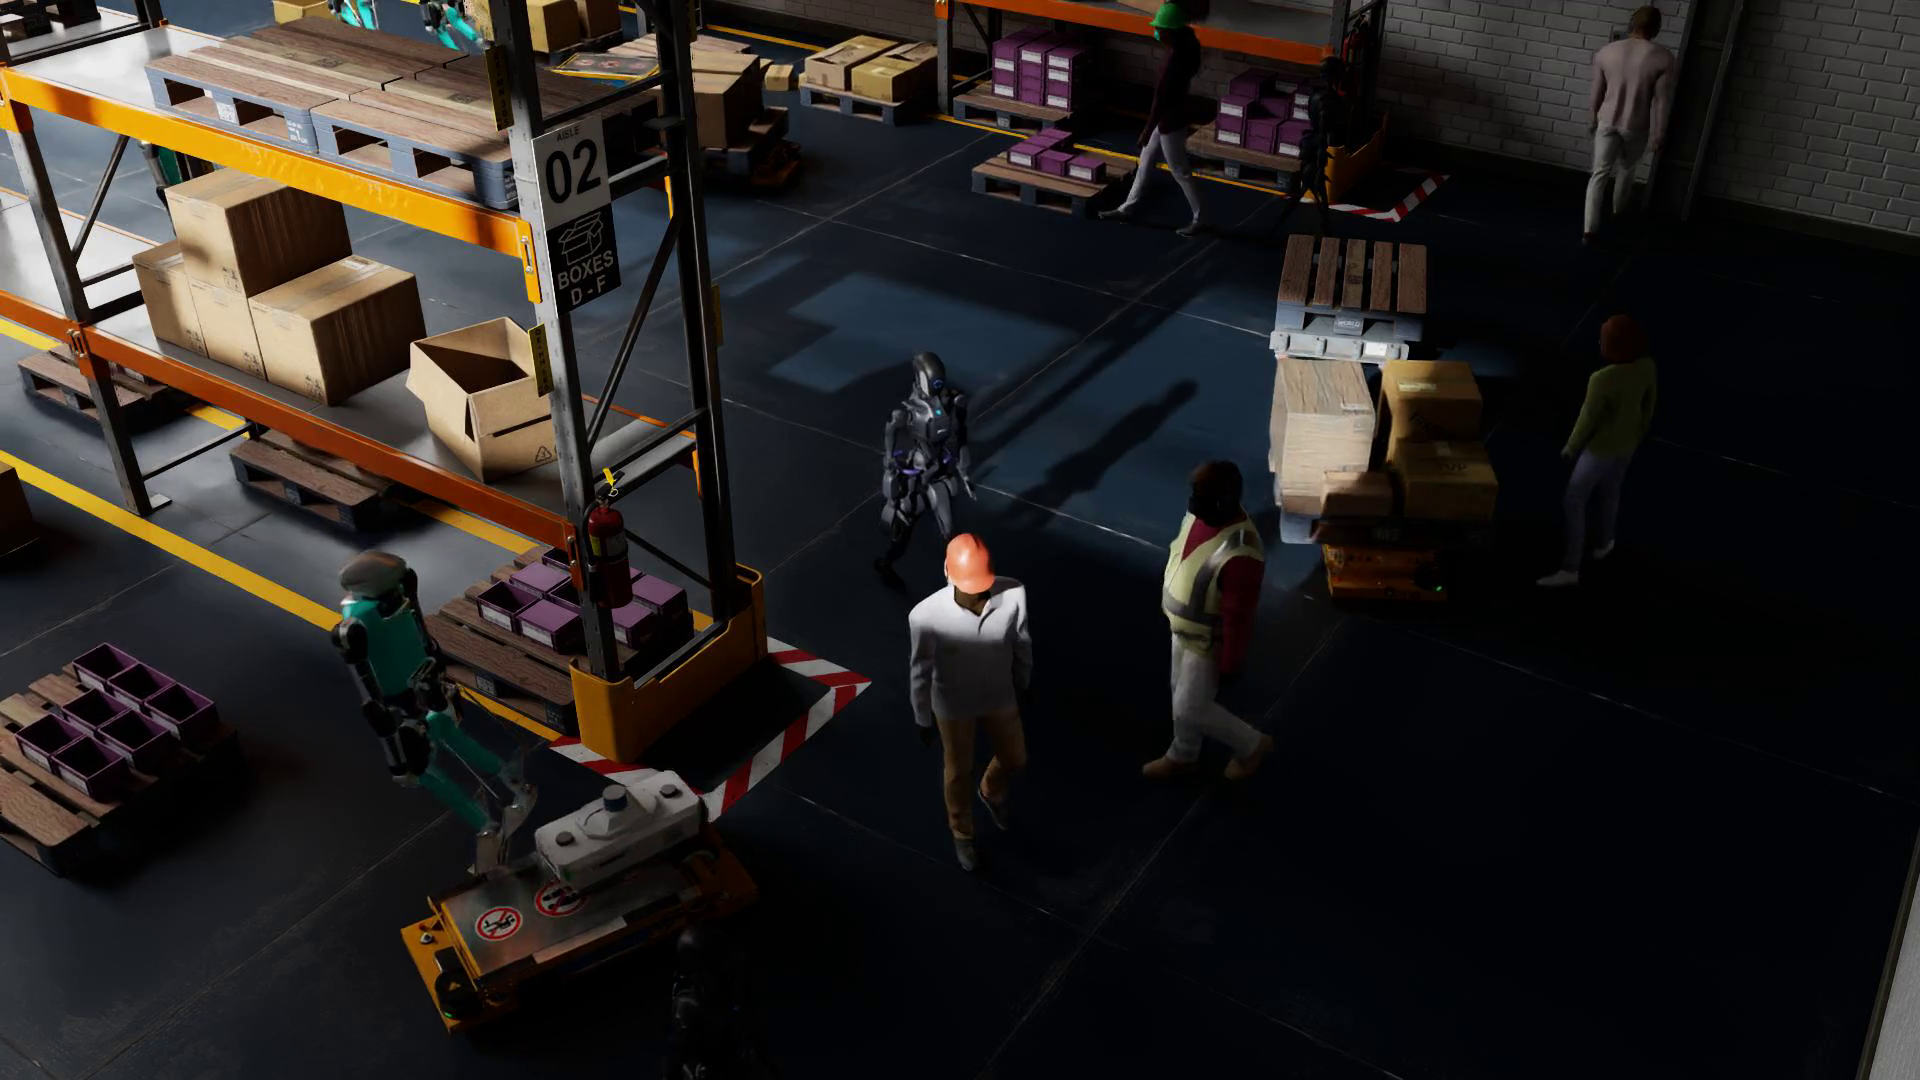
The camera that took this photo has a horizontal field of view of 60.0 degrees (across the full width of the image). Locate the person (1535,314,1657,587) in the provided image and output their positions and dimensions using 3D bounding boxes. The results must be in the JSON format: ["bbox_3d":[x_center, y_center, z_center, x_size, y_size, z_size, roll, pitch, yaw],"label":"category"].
[{"bbox_3d":[3.661,-0.533,9.461,0.774,1.611,0.321,-19,38,-27],"label":"person"}]

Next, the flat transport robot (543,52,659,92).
[{"bbox_3d":[-3.557,-4.846,17.322,1.431,0.231,0.659,6,34,9],"label":"flat transport robot"}]

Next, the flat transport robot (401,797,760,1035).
[{"bbox_3d":[-1.678,1.626,7.374,1.431,0.231,0.659,-20,38,-27],"label":"flat transport robot"}]

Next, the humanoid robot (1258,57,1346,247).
[{"bbox_3d":[2.873,-3.078,13.362,0.812,1.630,0.601,5,33,8],"label":"humanoid robot"}]

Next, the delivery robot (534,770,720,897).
[{"bbox_3d":[-1.503,1.359,7.540,0.790,0.613,0.499,-23,39,-31],"label":"delivery robot"}]

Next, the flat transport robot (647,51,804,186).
[{"bbox_3d":[-2.209,-3.491,15.238,1.431,0.231,0.659,7,34,10],"label":"flat transport robot"}]

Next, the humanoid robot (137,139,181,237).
[{"bbox_3d":[-5.387,-2.284,12.126,0.730,1.878,0.539,6,33,8],"label":"humanoid robot"}]

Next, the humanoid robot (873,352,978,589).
[{"bbox_3d":[-0.214,-0.337,9.145,0.616,1.630,0.746,-22,39,-30],"label":"humanoid robot"}]

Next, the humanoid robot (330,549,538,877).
[{"bbox_3d":[-2.175,0.870,7.222,0.776,1.803,0.531,7,34,10],"label":"humanoid robot"}]

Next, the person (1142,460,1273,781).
[{"bbox_3d":[1.193,0.420,7.807,0.510,1.826,0.632,-6,33,-9],"label":"person"}]

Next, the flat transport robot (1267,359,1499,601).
[{"bbox_3d":[2.493,-0.112,10.045,0.659,0.231,1.431,2,33,3],"label":"flat transport robot"}]

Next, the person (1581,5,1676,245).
[{"bbox_3d":[5.473,-3.414,13.661,0.686,1.882,0.941,17,37,24],"label":"person"}]

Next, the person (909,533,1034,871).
[{"bbox_3d":[0.064,0.707,7.430,0.604,1.739,0.380,-13,35,-19],"label":"person"}]

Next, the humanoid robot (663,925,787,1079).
[{"bbox_3d":[-0.867,1.914,5.693,0.744,1.652,0.610,13,35,19],"label":"humanoid robot"}]

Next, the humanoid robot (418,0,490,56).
[{"bbox_3d":[-4.992,-5.189,16.524,0.880,1.780,0.552,18,37,25],"label":"humanoid robot"}]

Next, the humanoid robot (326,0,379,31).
[{"bbox_3d":[-6.091,-5.434,16.890,0.566,1.768,0.980,-23,40,-31],"label":"humanoid robot"}]

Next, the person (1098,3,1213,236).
[{"bbox_3d":[1.693,-3.429,13.647,1.004,1.896,0.506,7,34,11],"label":"person"}]
